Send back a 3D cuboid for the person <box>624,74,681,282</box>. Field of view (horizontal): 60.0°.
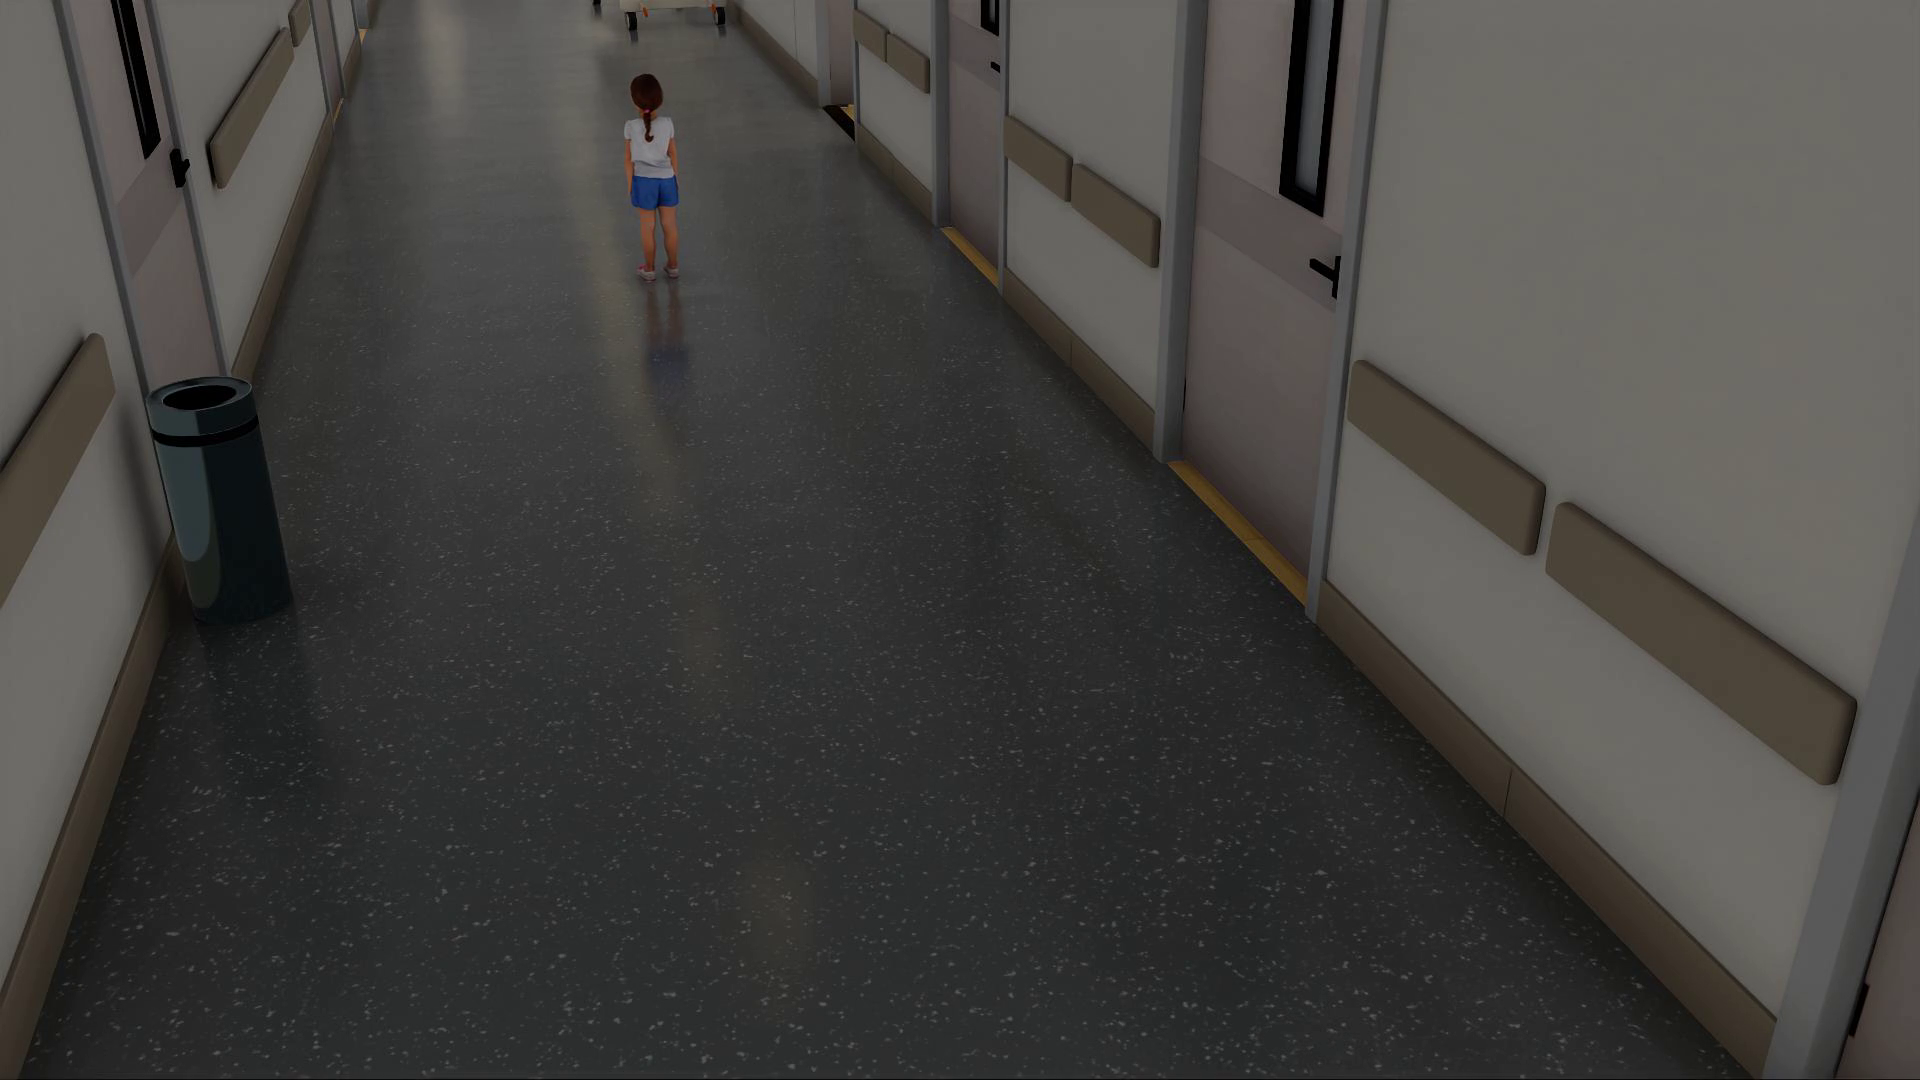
[{"bbox_3d":[-1.534,-1.813,8.325,0.367,1.020,0.479,-8,27,-17],"label":"person"}]
